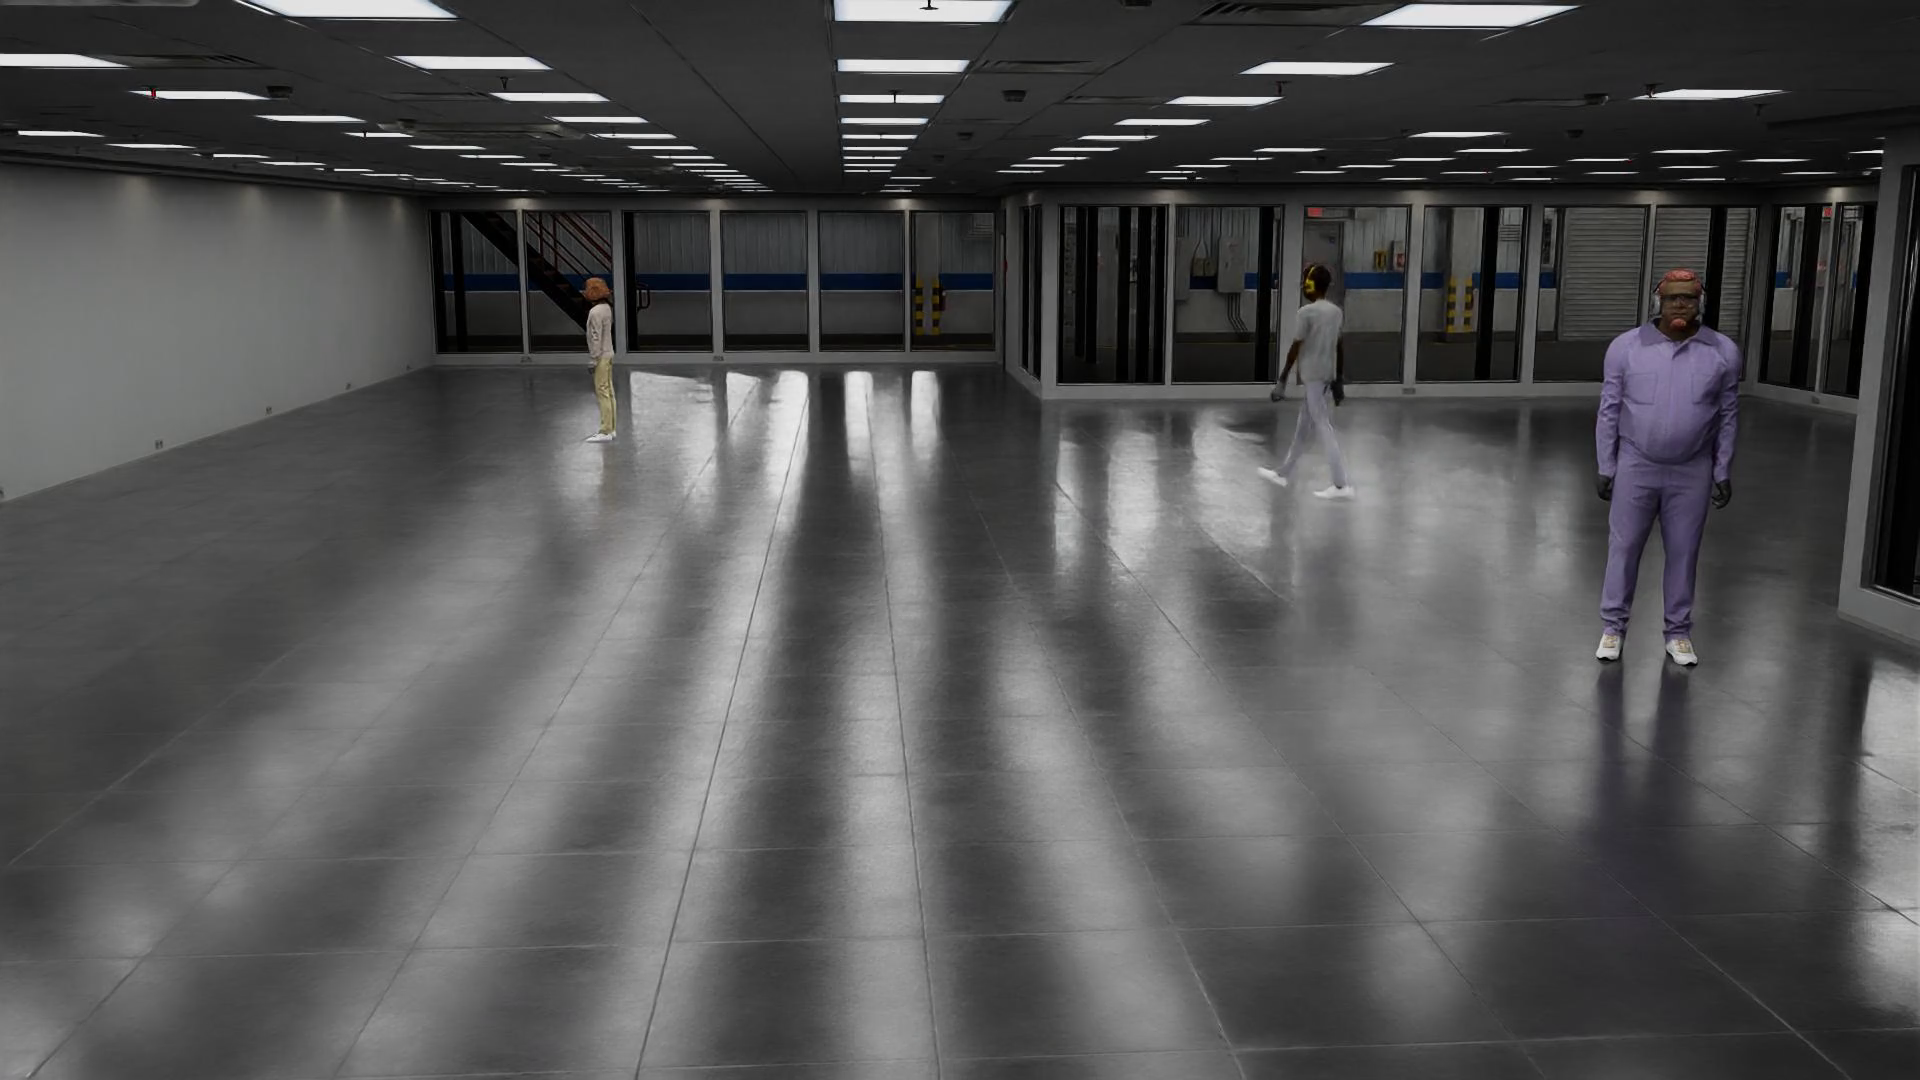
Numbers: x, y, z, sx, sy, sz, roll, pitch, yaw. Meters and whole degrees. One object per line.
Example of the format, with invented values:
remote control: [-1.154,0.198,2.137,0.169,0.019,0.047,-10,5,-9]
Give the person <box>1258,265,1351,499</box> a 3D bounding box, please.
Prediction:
person: [2.736,-1.251,13.162,0.961,1.819,0.538,10,15,44]

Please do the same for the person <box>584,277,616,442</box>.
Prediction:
person: [-3.606,-1.802,16.632,0.280,1.636,0.501,0,11,1]

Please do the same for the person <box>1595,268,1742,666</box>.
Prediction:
person: [3.404,-0.346,8.039,0.638,1.913,0.409,3,11,16]
